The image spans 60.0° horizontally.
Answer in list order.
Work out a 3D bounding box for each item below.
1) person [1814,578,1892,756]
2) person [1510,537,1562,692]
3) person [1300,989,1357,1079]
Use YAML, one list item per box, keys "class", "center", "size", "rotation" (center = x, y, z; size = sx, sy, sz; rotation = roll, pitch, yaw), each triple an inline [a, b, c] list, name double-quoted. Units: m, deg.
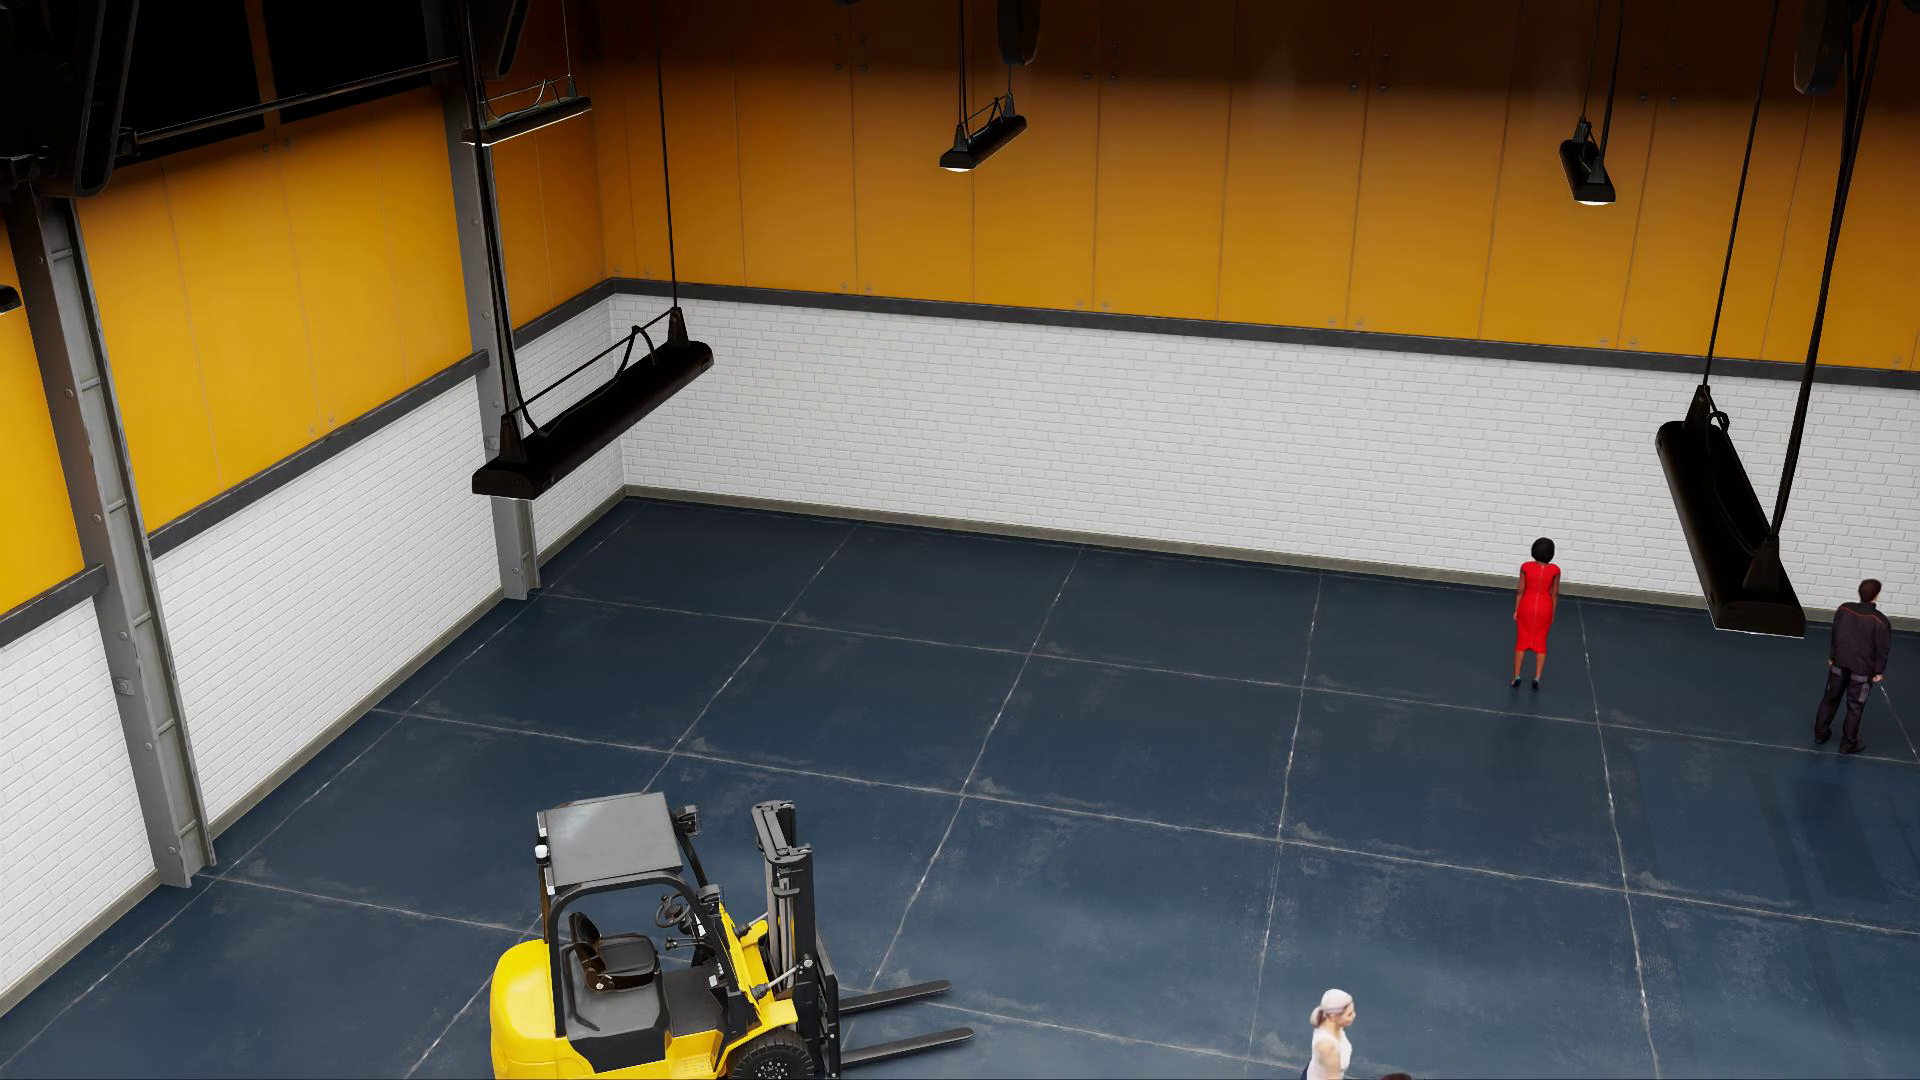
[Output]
- class: "person"
  center: [8.780, 1.222, 16.344]
  size: [0.820, 1.840, 0.791]
  rotation: [-16, 28, -32]
- class: "person"
  center: [6.042, 0.777, 17.483]
  size: [0.566, 1.743, 0.490]
  rotation: [7, 25, 15]
- class: "person"
  center: [2.266, 3.674, 10.980]
  size: [0.719, 1.644, 1.137]
  rotation: [8, 25, 17]
